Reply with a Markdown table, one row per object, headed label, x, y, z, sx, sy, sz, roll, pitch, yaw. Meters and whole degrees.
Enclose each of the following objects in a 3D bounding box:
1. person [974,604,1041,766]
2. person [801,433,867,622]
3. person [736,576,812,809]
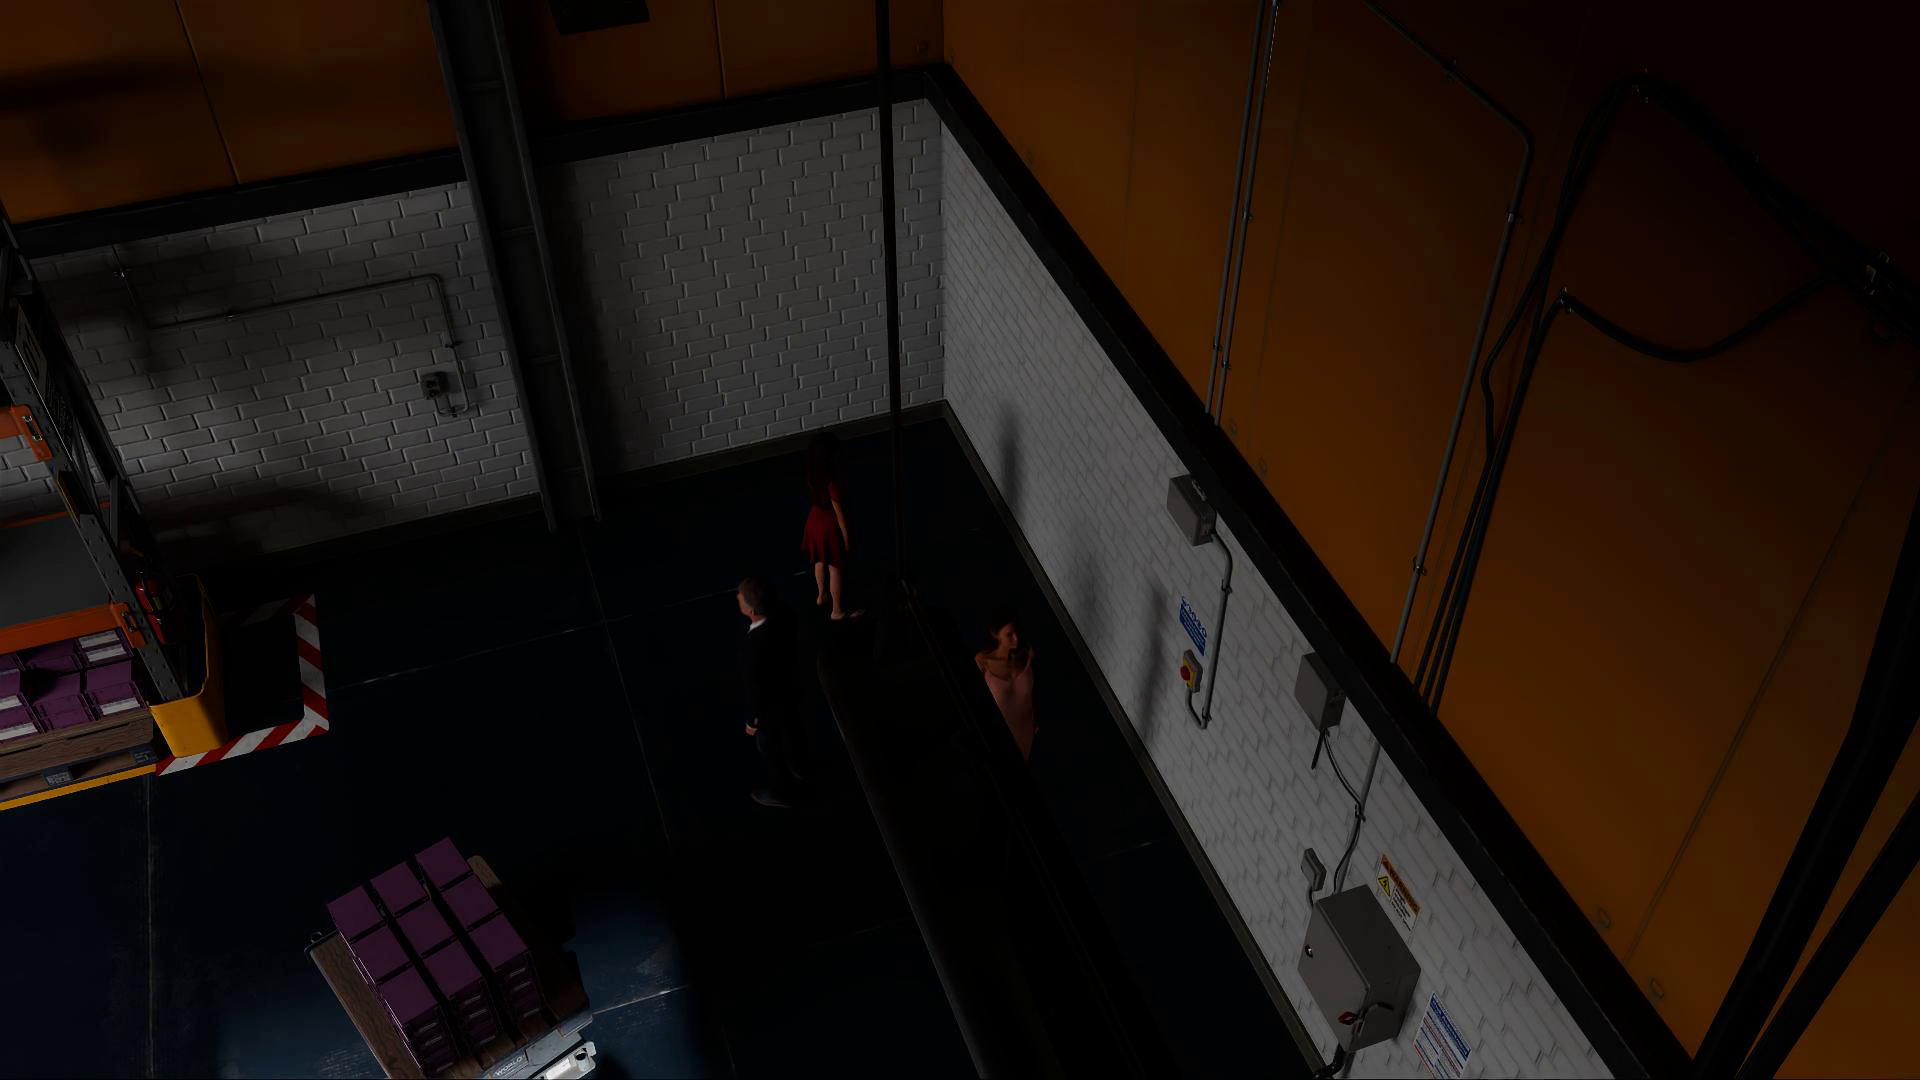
| label | x | y | z | sx | sy | sz | roll | pitch | yaw |
| --- | --- | --- | --- | --- | --- | --- | --- | --- | --- |
| person | 0.259 | 1.051 | 9.719 | 0.444 | 1.829 | 0.653 | -12 | 45 | -13 |
| person | -0.872 | -0.100 | 11.127 | 0.671 | 1.553 | 0.613 | -26 | 49 | -25 |
| person | -1.108 | 0.901 | 9.889 | 0.817 | 1.812 | 0.768 | 16 | 46 | 16 |
